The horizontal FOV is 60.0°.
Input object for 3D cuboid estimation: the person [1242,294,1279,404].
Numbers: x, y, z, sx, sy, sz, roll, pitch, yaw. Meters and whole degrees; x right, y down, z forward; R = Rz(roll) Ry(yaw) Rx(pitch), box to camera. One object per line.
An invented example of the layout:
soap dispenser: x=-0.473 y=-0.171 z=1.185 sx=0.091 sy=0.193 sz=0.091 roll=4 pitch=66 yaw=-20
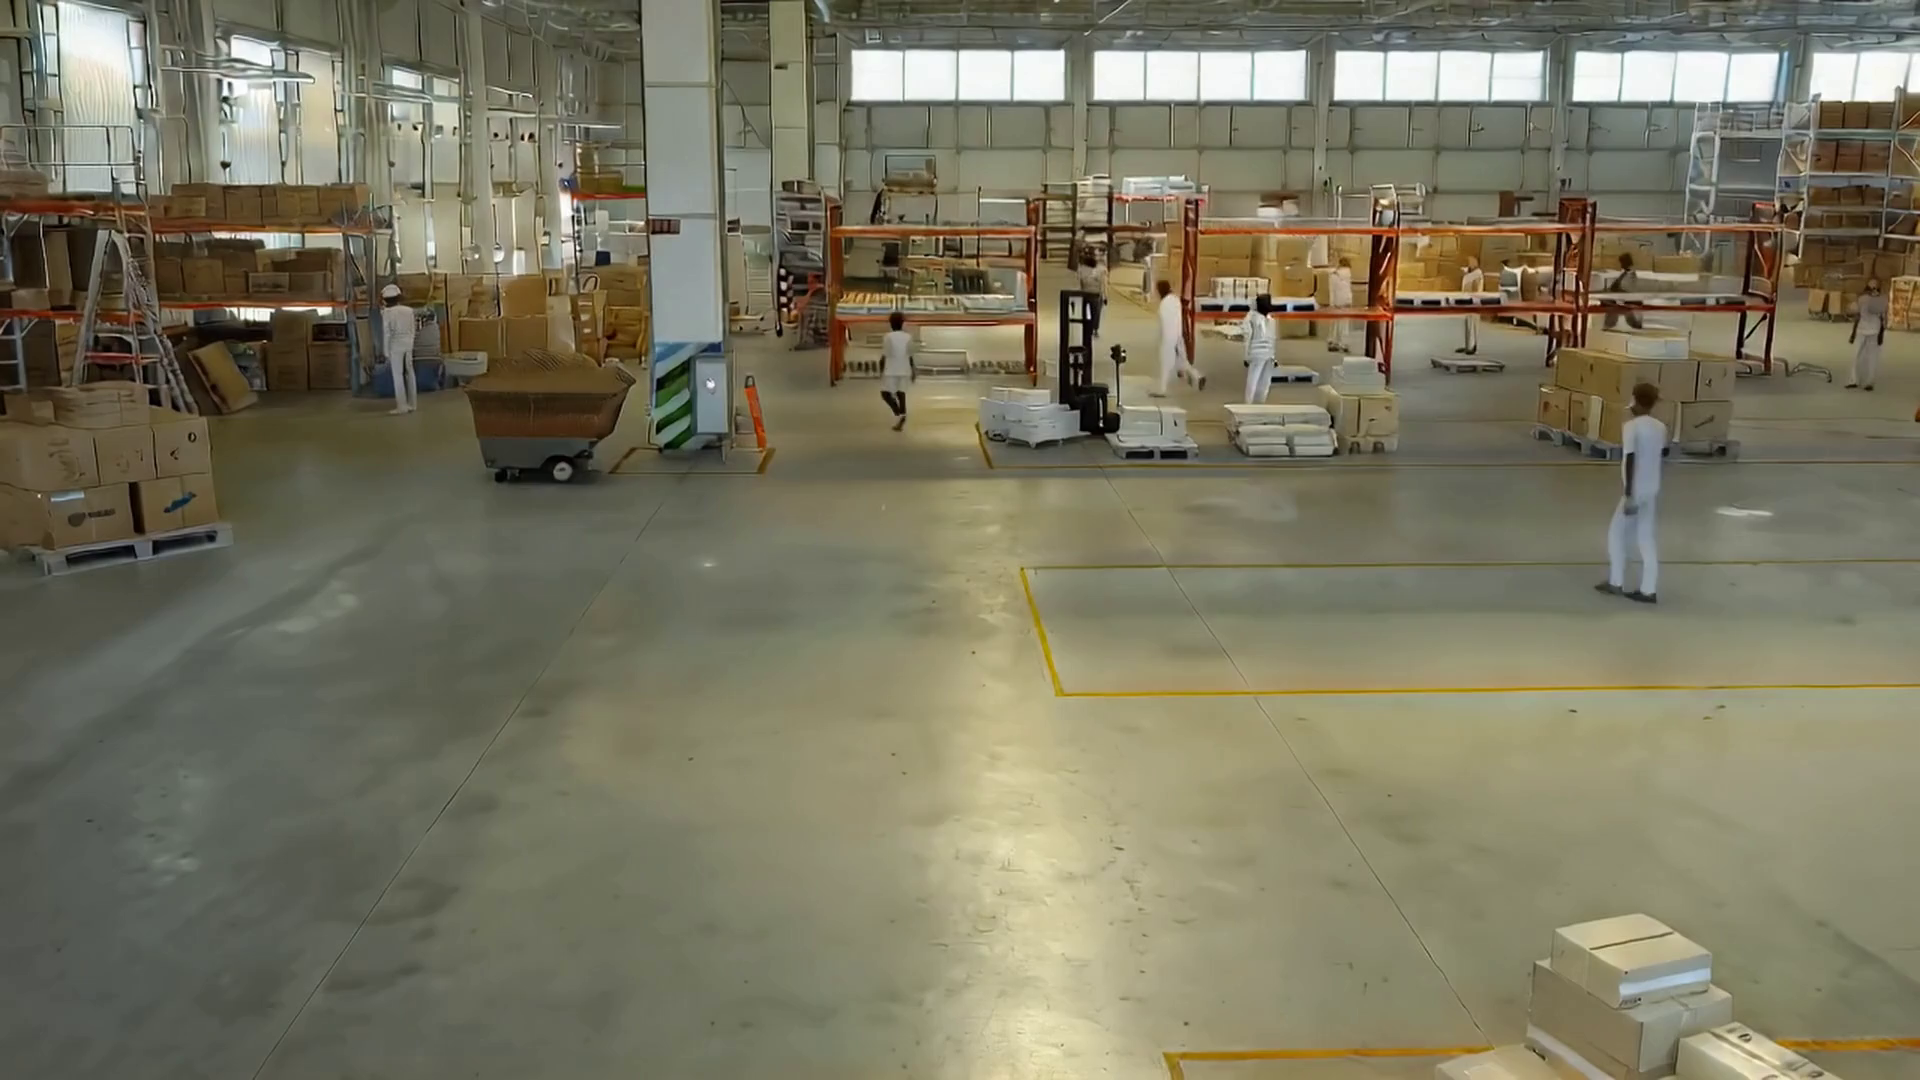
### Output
person: x=4.331 y=-2.607 z=23.914 sx=0.639 sy=1.851 sz=0.463 roll=-8 pitch=15 yaw=-32

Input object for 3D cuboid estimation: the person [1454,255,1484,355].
person: x=10.024 y=-4.609 z=32.676 sx=0.368 sy=1.939 sz=0.633 roll=-2 pitch=13 yaw=-10

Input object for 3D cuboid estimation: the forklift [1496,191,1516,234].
forklift: x=20.594 y=-11.778 z=62.900 sx=1.873 sy=2.768 sz=1.129 roll=0 pitch=12 yaw=-2

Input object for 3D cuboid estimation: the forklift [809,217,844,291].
forklift: x=-4.375 y=-8.619 z=48.637 sx=1.873 sy=2.768 sz=1.129 roll=0 pitch=12 yaw=-2

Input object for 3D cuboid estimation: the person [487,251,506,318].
person: x=-11.431 y=-6.266 z=40.862 sx=0.521 sy=1.632 sz=0.315 roll=12 pitch=17 yaw=42

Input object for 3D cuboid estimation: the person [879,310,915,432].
person: x=-0.847 y=-2.301 z=22.818 sx=0.552 sy=1.684 sz=0.423 roll=-7 pitch=14 yaw=-29

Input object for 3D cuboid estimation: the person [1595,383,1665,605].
person: x=5.668 y=-0.389 z=13.895 sx=0.548 sy=1.812 sz=0.694 roll=-6 pitch=14 yaw=-25

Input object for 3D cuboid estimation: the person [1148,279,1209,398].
person: x=3.462 y=-3.178 z=26.311 sx=0.864 sy=1.902 sz=0.654 roll=4 pitch=13 yaw=19

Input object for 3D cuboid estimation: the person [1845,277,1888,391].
person: x=14.899 y=-3.376 z=27.300 sx=0.317 sy=1.859 sz=0.525 roll=-6 pitch=14 yaw=-26

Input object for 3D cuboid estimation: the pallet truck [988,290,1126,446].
pallet truck: x=1.257 y=-2.299 z=22.111 sx=1.885 sy=1.965 sz=0.823 roll=-9 pitch=15 yaw=-35

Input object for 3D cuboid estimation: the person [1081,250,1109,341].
person: x=2.880 y=-5.241 z=35.580 sx=0.600 sy=1.914 sz=0.614 roll=1 pitch=13 yaw=3

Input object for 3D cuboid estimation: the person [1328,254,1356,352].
person: x=7.613 y=-4.716 z=33.163 sx=0.628 sy=1.936 sz=0.374 roll=-7 pitch=14 yaw=-28

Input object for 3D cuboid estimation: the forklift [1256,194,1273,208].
forklift: x=10.014 y=-9.992 z=54.833 sx=1.873 sy=2.768 sz=1.129 roll=0 pitch=12 yaw=-2

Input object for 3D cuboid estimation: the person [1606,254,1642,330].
person: x=13.213 y=-4.722 z=32.951 sx=1.085 sy=2.000 sz=0.679 roll=0 pitch=12 yaw=2

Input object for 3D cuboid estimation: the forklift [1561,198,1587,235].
forklift: x=17.204 y=-8.212 z=46.797 sx=1.873 sy=2.768 sz=1.129 roll=0 pitch=12 yaw=-2

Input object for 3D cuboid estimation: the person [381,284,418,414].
person: x=-8.335 y=-2.829 z=24.671 sx=0.386 sy=1.922 sz=0.594 roll=6 pitch=14 yaw=26
